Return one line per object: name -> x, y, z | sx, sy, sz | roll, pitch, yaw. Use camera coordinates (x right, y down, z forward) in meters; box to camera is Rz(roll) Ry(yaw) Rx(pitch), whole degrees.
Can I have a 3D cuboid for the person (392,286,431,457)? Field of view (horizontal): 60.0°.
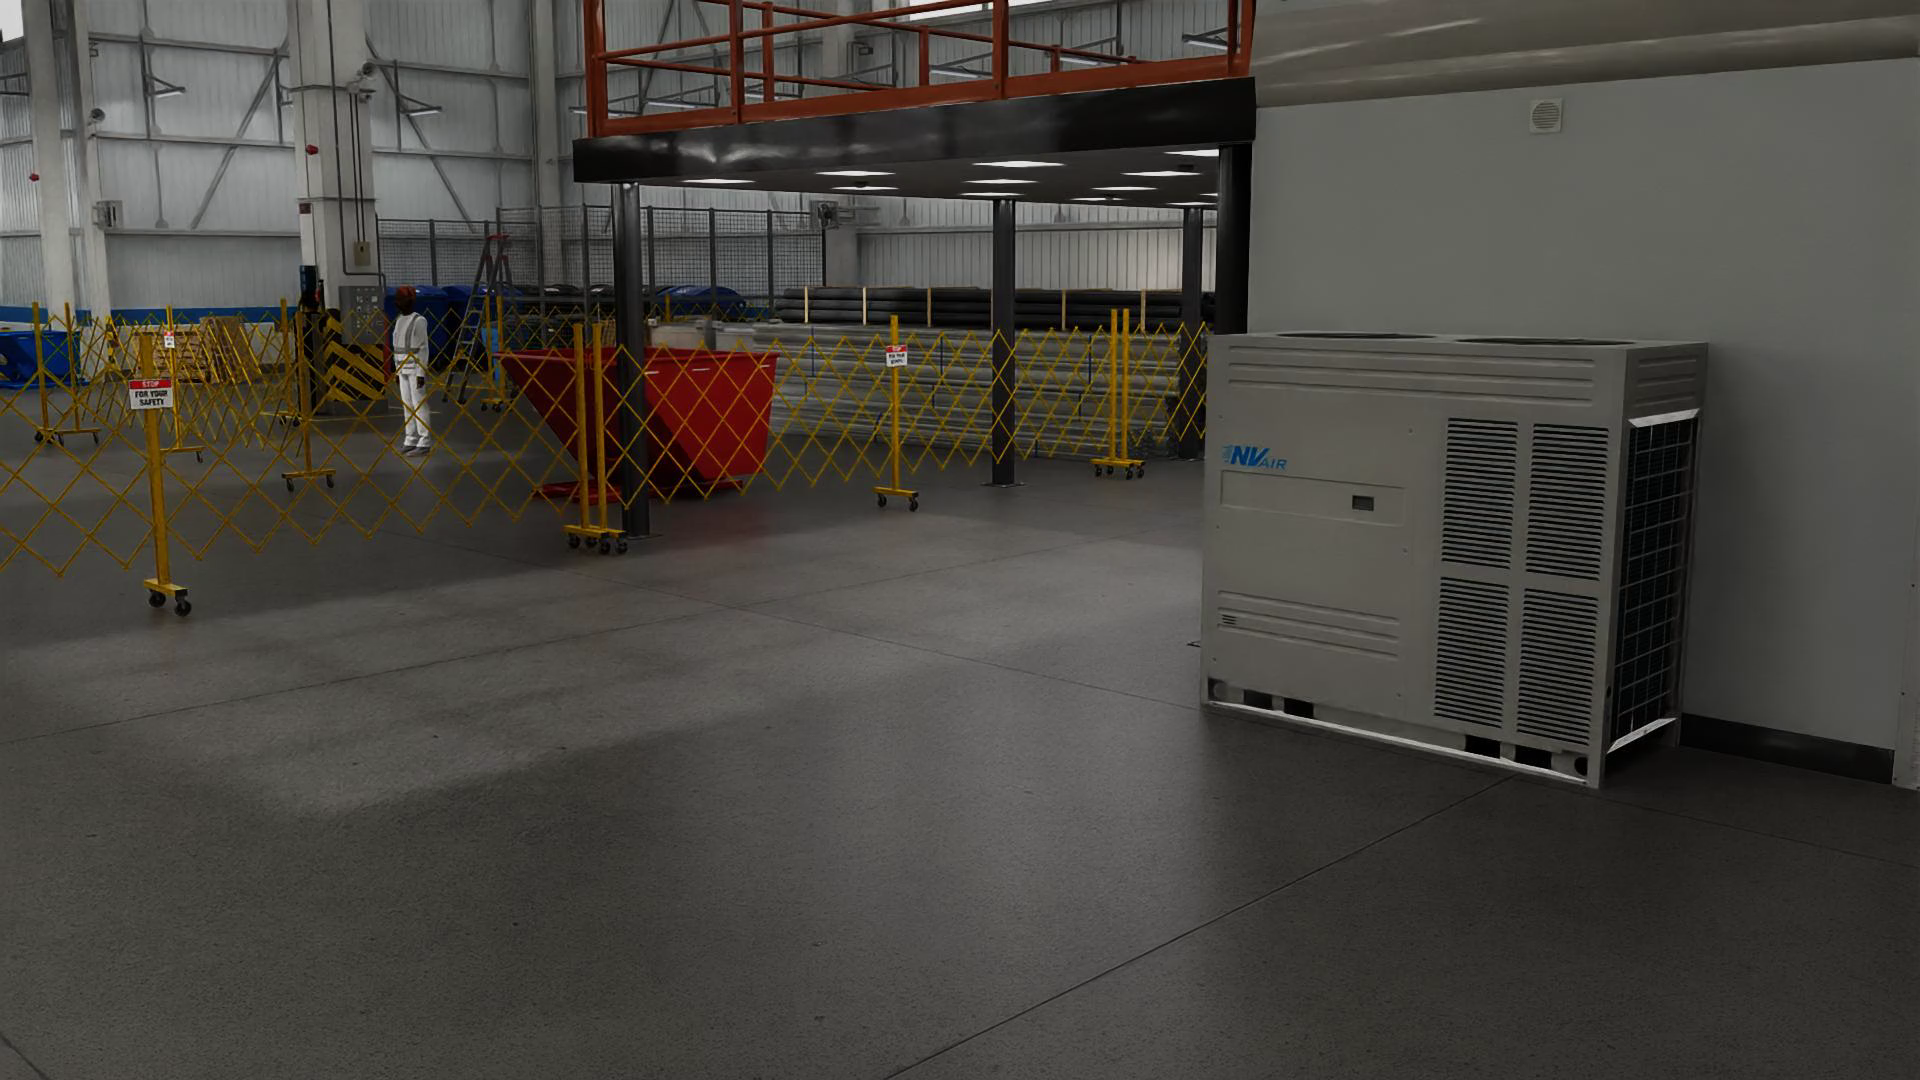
person -> -6.077, -1.858, 18.388 | 0.573, 1.883, 0.356 | 9, 13, 43
